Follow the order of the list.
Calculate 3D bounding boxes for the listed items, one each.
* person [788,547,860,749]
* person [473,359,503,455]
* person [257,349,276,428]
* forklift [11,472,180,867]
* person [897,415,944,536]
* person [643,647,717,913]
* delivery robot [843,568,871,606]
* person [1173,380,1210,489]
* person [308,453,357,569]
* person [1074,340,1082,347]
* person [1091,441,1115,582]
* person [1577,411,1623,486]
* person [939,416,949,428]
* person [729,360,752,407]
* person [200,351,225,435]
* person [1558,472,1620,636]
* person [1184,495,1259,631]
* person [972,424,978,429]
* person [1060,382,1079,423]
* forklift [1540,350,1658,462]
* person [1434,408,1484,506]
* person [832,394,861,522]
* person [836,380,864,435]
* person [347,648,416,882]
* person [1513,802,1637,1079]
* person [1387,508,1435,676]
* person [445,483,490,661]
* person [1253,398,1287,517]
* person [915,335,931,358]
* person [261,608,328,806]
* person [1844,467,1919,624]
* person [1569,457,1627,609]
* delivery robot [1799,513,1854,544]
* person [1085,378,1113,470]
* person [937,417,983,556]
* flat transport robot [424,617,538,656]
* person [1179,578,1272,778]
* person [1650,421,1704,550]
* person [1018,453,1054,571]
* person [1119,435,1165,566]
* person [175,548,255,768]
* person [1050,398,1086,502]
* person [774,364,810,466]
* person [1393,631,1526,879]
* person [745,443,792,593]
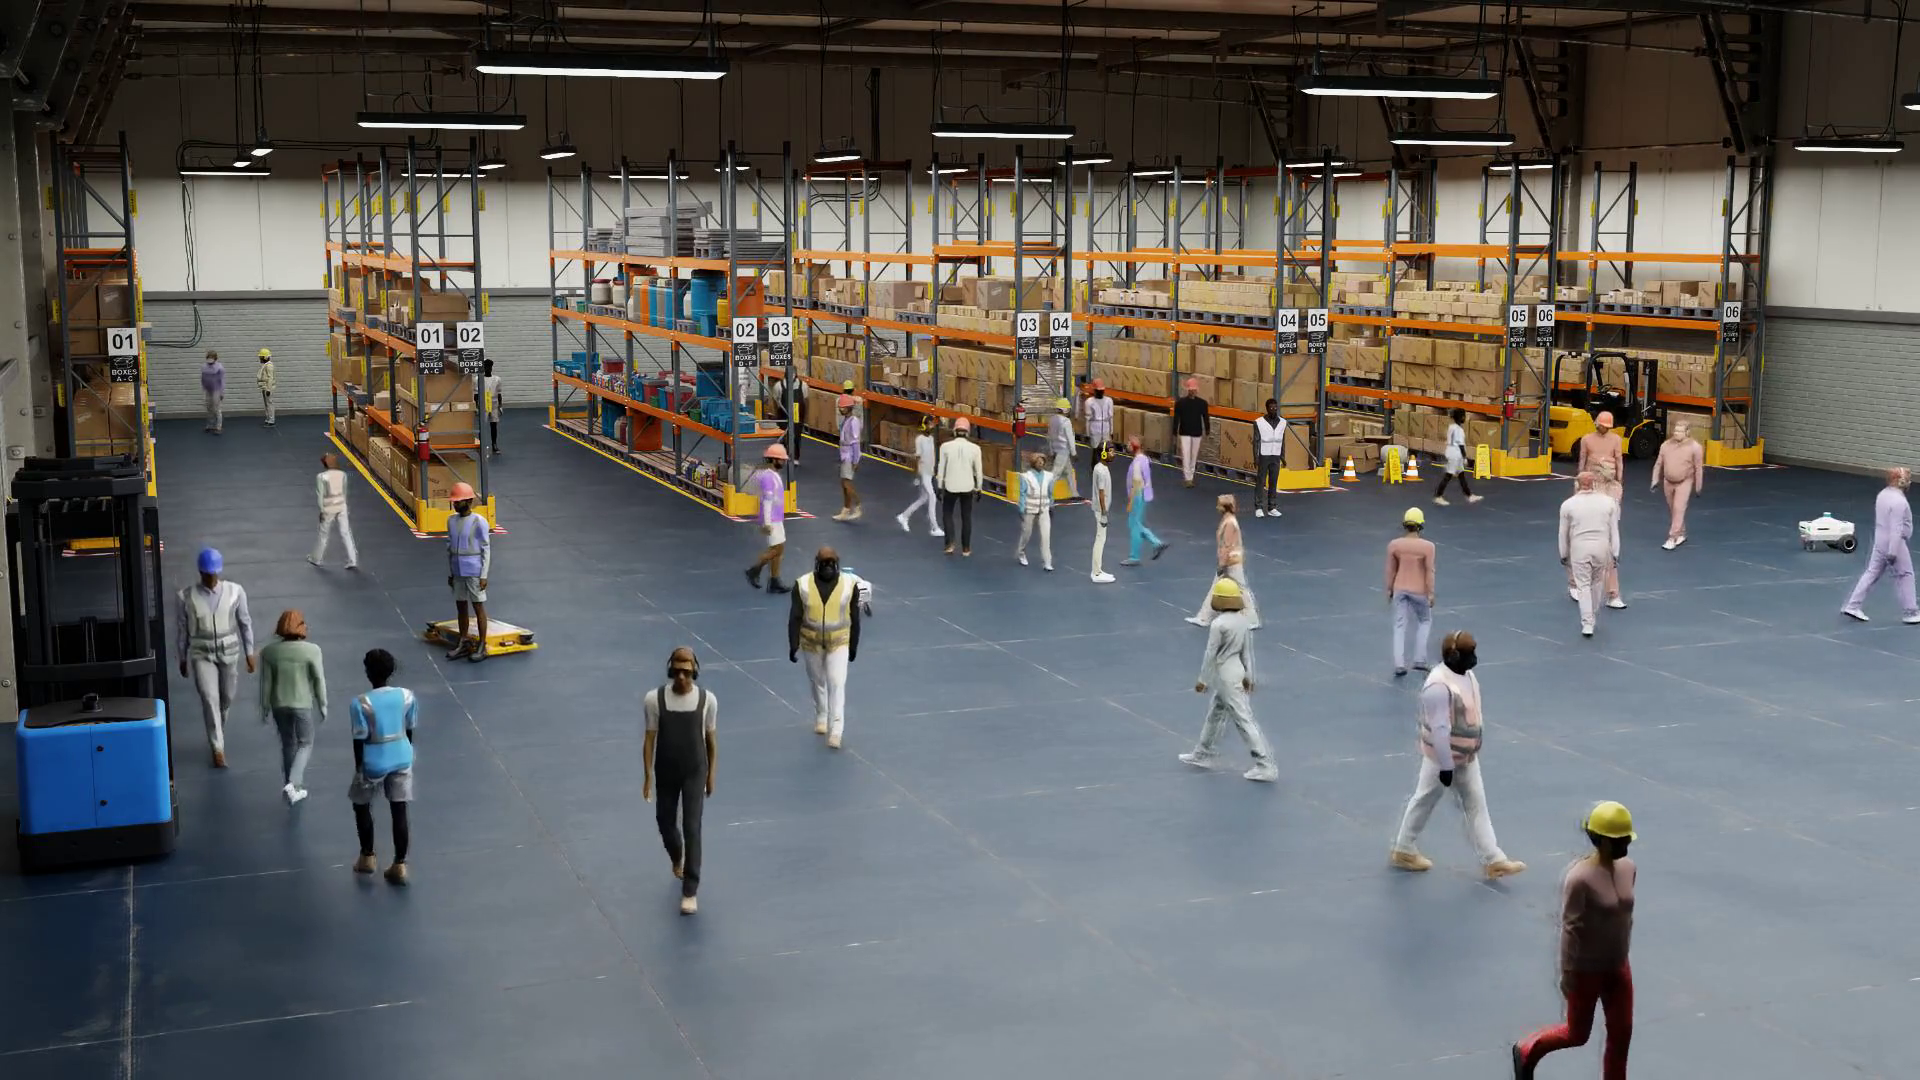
[{"bbox_3d":[-1.233,0.948,19.058,0.633,1.792,0.982,0,9,1],"label":"person"},{"bbox_3d":[-9.706,-2.748,43.097,0.603,1.959,0.377,-5,10,-28],"label":"person"},{"bbox_3d":[-16.182,-3.548,48.855,0.403,1.833,0.590,-5,10,-28],"label":"person"},{"bbox_3d":[-6.630,0.886,15.957,1.129,2.768,1.873,-3,9,-21],"label":"forklift"},{"bbox_3d":[-0.571,-0.993,31.819,0.841,1.842,0.521,4,9,24],"label":"person"},{"bbox_3d":[-1.937,1.608,14.538,0.523,1.820,0.789,-1,9,-5],"label":"person"},{"bbox_3d":[-1.364,0.578,25.412,0.477,0.478,0.707,-5,10,-29],"label":"delivery robot"},{"bbox_3d":[4.152,-1.885,37.382,0.649,1.939,1.004,-1,9,-5],"label":"person"},{"bbox_3d":[-8.592,-0.400,28.666,0.880,1.590,0.539,7,11,38],"label":"person"},{"bbox_3d":[3.186,-4.437,55.260,0.607,1.682,0.542,2,9,12],"label":"person"},{"bbox_3d":[1.895,-0.382,27.665,0.324,1.865,0.516,0,9,3],"label":"person"},{"bbox_3d":[9.522,-0.963,31.227,0.666,1.960,0.678,1,9,4],"label":"person"},{"bbox_3d":[-0.343,-3.230,47.424,0.514,1.617,0.493,-2,9,-12],"label":"person"},{"bbox_3d":[-5.276,-3.764,50.307,0.560,1.838,0.962,0,9,1],"label":"person"},{"bbox_3d":[-16.811,-3.323,47.146,0.683,1.897,0.479,3,9,19],"label":"person"},{"bbox_3d":[7.227,0.137,24.200,0.679,1.852,0.965,0,9,2],"label":"person"},{"bbox_3d":[3.070,0.269,24.212,0.874,1.587,0.536,0,9,0],"label":"person"},{"bbox_3d":[0.390,-3.569,48.517,0.631,1.992,1.071,-2,9,-15],"label":"person"},{"bbox_3d":[2.134,-2.555,42.286,0.606,1.811,0.565,-3,9,-20],"label":"person"},{"bbox_3d":[12.897,-2.725,42.309,2.313,2.155,1.214,-3,9,-21],"label":"forklift"},{"bbox_3d":[8.351,-1.384,35.017,0.884,1.642,0.545,0,9,-1],"label":"person"},{"bbox_3d":[-1.805,-1.302,33.215,0.430,2.038,0.619,-3,9,-16],"label":"person"},{"bbox_3d":[-2.108,-2.187,40.043,0.541,1.750,0.375,-1,9,-7],"label":"person"},{"bbox_3d":[-4.175,1.598,15.043,0.546,1.668,0.636,-8,12,-43],"label":"person"},{"bbox_3d":[3.276,2.187,10.929,0.531,1.748,0.705,-6,10,-33],"label":"person"},{"bbox_3d":[4.733,0.534,21.899,0.545,1.751,0.619,6,10,34],"label":"person"},{"bbox_3d":[-5.319,0.340,22.578,0.547,1.938,0.378,5,10,28],"label":"person"},{"bbox_3d":[4.995,-1.338,33.837,0.591,1.918,0.383,-3,9,-21],"label":"person"},{"bbox_3d":[-0.836,-4.300,53.653,1.007,1.887,0.610,-8,12,-44],"label":"person"},{"bbox_3d":[-5.384,1.361,16.868,0.536,1.608,0.606,0,9,2],"label":"person"},{"bbox_3d":[10.986,0.058,24.742,0.984,1.866,0.644,0,9,2],"label":"person"},{"bbox_3d":[7.899,-0.112,25.909,0.646,1.855,1.035,-2,9,-14],"label":"person"},{"bbox_3d":[12.529,-0.151,30.278,0.707,0.478,0.477,0,8,-3],"label":"delivery robot"},{"bbox_3d":[2.546,-1.984,38.135,0.565,1.918,0.410,-3,9,-17],"label":"person"},{"bbox_3d":[0.000,-0.759,29.765,0.668,1.982,0.456,-1,9,-4],"label":"person"},{"bbox_3d":[-5.371,1.065,23.424,0.652,0.197,1.431,-7,11,-40],"label":"flat transport robot"},{"bbox_3d":[2.309,1.171,17.894,0.946,1.691,0.489,6,10,33],"label":"person"},{"bbox_3d":[10.461,-0.811,30.537,0.993,1.858,0.663,-8,12,-44],"label":"person"},{"bbox_3d":[1.024,-0.416,28.747,0.547,1.605,0.793,-3,9,-22],"label":"person"},{"bbox_3d":[2.504,-0.543,28.865,0.531,1.824,0.566,1,9,9],"label":"person"},{"bbox_3d":[-6.581,0.977,18.478,0.632,1.907,0.931,-4,10,-27],"label":"person"},{"bbox_3d":[1.698,-1.496,35.427,0.929,1.798,0.574,-2,9,-16],"label":"person"},{"bbox_3d":[-3.262,-2.432,40.863,0.692,2.000,0.677,-2,9,-12],"label":"person"},{"bbox_3d":[3.571,1.542,15.044,0.986,1.789,0.647,7,11,37],"label":"person"},{"bbox_3d":[-2.409,-0.276,26.710,0.504,1.925,0.557,2,9,11],"label":"person"}]
